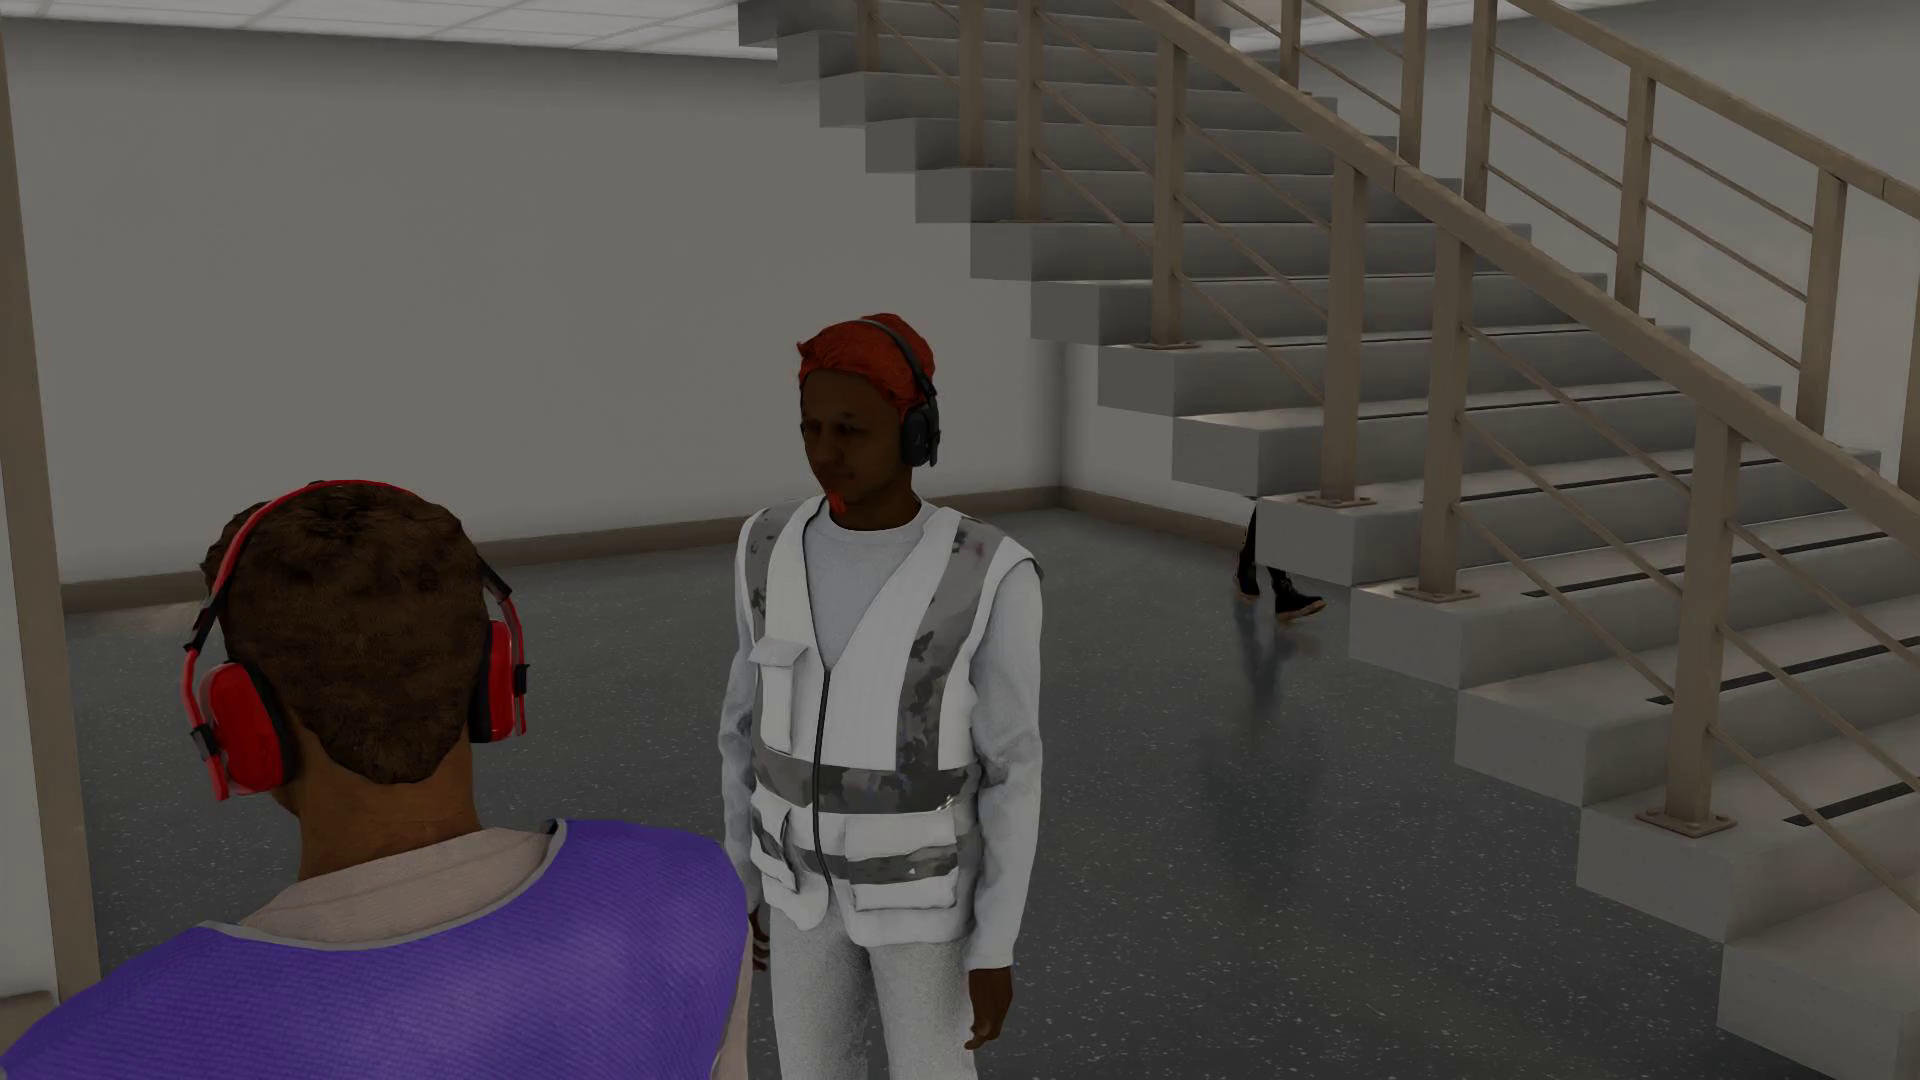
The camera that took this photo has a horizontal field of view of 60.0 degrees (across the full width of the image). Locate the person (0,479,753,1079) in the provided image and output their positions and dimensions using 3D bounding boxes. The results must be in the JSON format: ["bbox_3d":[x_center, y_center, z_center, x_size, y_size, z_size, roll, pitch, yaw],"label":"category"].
[{"bbox_3d":[-0.403,0.867,1.329,0.563,1.837,0.389,-10,14,-42],"label":"person"}]

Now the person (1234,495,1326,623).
[{"bbox_3d":[1.628,-0.560,8.640,0.655,1.903,1.033,-4,11,-20],"label":"person"}]

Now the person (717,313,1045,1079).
[{"bbox_3d":[-0.148,0.585,2.682,0.575,1.885,0.355,6,12,28],"label":"person"}]
